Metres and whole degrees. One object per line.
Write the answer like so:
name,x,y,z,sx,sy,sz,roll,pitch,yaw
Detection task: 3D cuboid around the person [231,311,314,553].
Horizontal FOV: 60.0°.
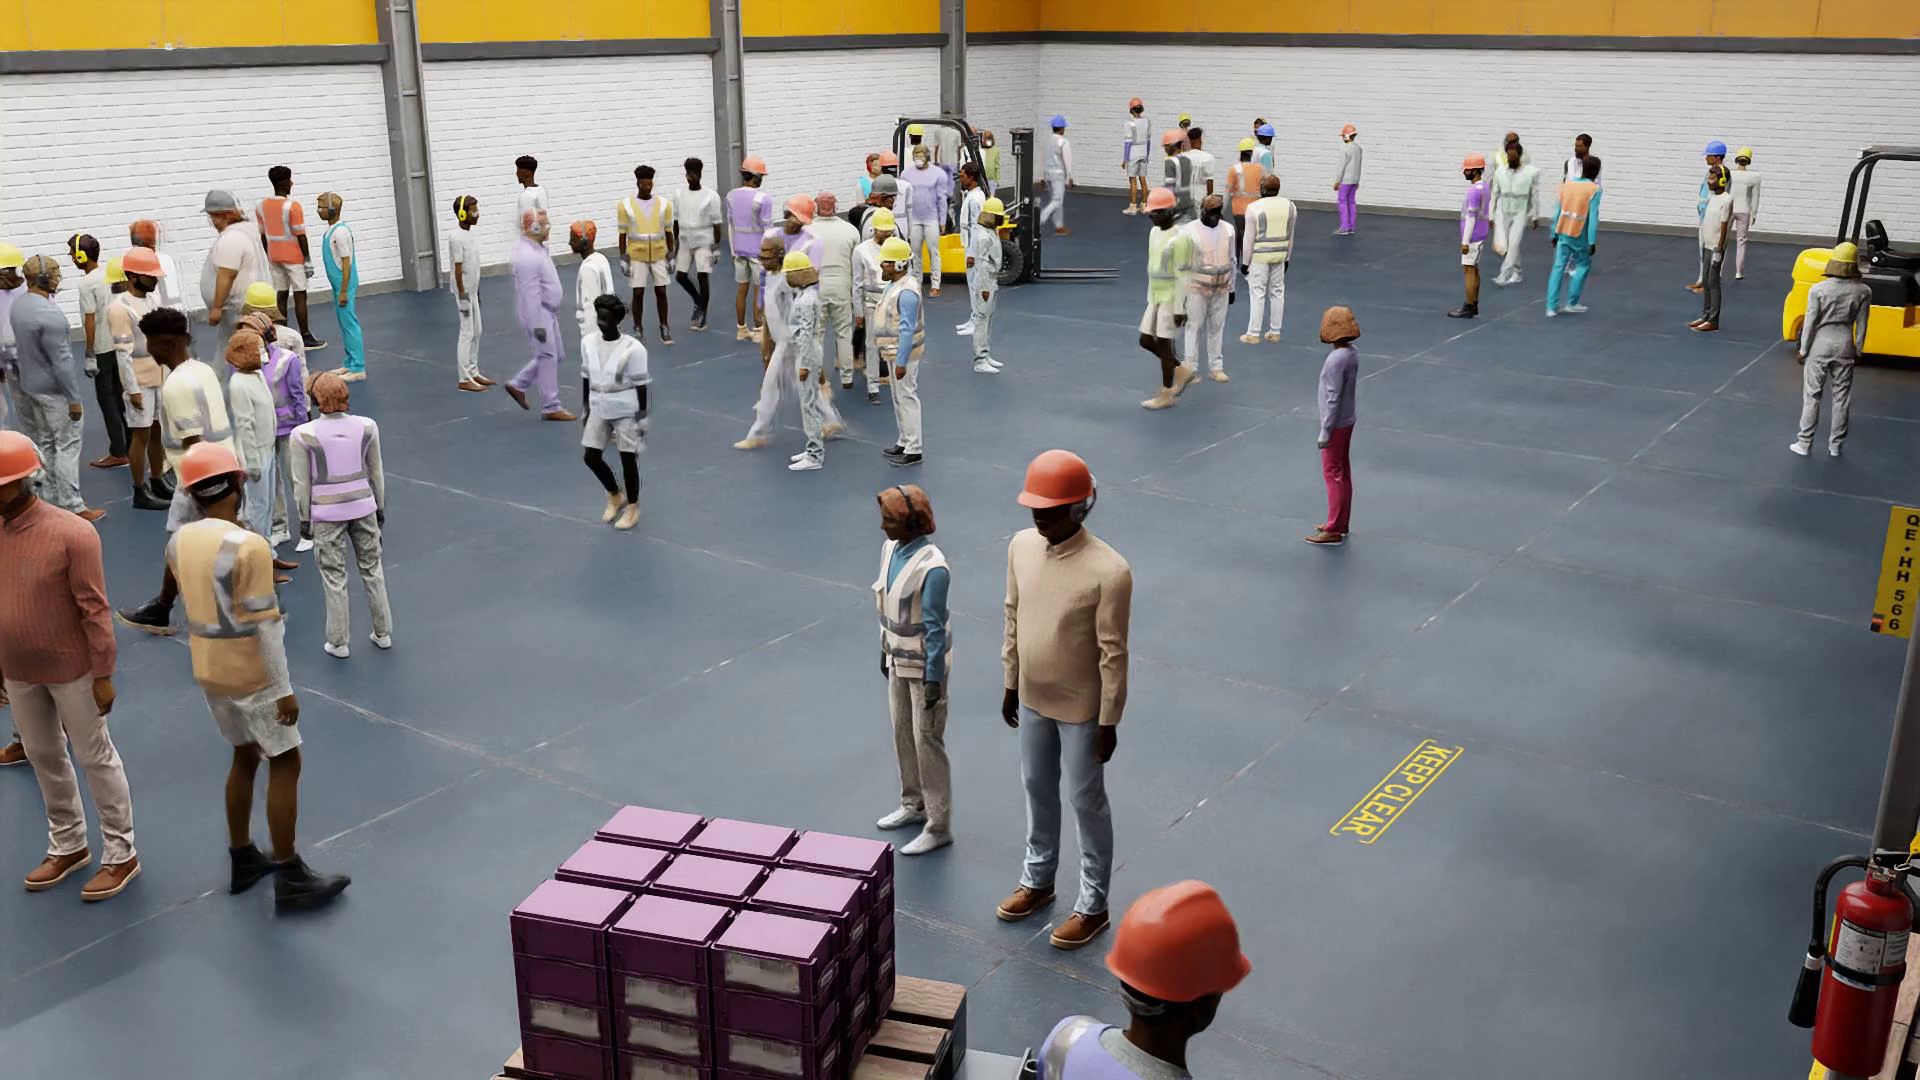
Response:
person,-4.619,-0.728,11.196,0.520,1.630,0.324,3,18,9

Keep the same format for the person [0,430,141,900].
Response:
person,-3.718,0.511,6.758,0.616,1.983,0.411,4,18,11

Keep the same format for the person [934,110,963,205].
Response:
person,-0.123,-6.567,29.115,0.526,1.849,0.696,8,20,24

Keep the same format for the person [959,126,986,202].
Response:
person,0.176,-5.235,24.900,0.350,1.879,0.577,-11,21,-30

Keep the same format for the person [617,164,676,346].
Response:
person,-3.390,-3.081,18.040,0.613,1.958,0.379,-7,19,-21

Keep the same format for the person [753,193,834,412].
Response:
person,-1.533,-2.142,15.058,0.680,1.989,0.549,9,20,26

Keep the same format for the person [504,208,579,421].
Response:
person,-3.745,-1.981,14.707,0.583,1.892,0.661,-2,18,-5

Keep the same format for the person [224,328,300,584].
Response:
person,-4.460,-0.539,10.600,0.265,1.632,0.508,-3,18,-10

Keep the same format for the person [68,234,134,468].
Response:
person,-6.842,-1.506,13.273,0.348,1.855,0.532,0,18,-1

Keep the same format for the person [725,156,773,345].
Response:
person,-2.245,-3.150,18.134,0.612,2.031,0.403,11,21,31

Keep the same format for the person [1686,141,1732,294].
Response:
person,9.650,-4.139,21.377,0.414,1.941,0.613,2,18,5

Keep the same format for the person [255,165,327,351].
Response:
person,-7.185,-3.012,17.797,0.600,1.967,0.369,7,19,22

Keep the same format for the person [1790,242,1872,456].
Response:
person,7.118,-1.556,13.603,0.493,1.742,0.322,3,18,10

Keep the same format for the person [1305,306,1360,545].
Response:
person,2.557,-0.777,11.345,0.266,1.631,0.507,9,20,26

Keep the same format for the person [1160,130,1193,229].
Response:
person,2.856,-4.436,22.186,0.560,2.005,0.635,15,23,38

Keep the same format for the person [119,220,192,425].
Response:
person,-6.897,-1.816,14.278,1.001,1.827,0.566,-1,18,-4

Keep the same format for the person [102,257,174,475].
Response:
person,-6.297,-1.316,12.856,0.446,1.744,0.544,-11,21,-31

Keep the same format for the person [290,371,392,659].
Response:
person,-3.467,-0.139,9.360,0.508,1.629,0.318,-16,24,-40

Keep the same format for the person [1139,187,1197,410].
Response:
person,1.891,-2.191,15.141,0.539,2.021,0.629,-6,19,-19

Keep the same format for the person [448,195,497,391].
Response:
person,-4.703,-2.358,15.932,0.321,1.860,0.526,0,18,0

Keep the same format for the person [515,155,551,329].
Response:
person,-4.870,-3.394,18.994,0.368,1.966,0.602,1,18,3

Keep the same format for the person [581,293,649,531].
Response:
person,-2.406,-0.879,11.572,0.558,1.679,0.370,7,19,20

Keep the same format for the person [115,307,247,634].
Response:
person,-4.527,-0.395,9.678,0.933,1.917,0.613,-1,18,-3

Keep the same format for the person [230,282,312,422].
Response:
person,-4.799,-0.937,11.665,0.489,1.746,0.284,-5,18,-15

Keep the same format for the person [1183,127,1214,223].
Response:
person,3.344,-4.881,23.689,0.617,1.940,0.436,11,21,32

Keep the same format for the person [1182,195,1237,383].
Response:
person,2.412,-2.446,16.255,0.635,1.831,0.429,-6,19,-19

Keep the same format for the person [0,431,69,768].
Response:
person,-4.596,0.133,7.991,0.391,1.948,0.605,-1,18,-2

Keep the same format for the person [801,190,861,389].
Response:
person,-1.270,-2.389,15.965,0.648,1.900,0.399,-4,18,-12

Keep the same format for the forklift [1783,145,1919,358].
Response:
forklift,9.803,-2.879,17.013,2.313,2.155,1.214,12,21,33

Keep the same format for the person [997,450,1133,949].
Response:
person,0.385,0.611,6.441,0.399,1.988,0.614,-16,24,-41

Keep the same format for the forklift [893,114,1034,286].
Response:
forklift,-0.171,-4.594,22.377,2.313,2.155,1.214,1,18,3

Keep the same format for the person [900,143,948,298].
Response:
person,-0.464,-4.049,21.107,0.635,1.931,0.379,5,18,16

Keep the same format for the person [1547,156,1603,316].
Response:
person,7.361,-3.624,19.856,0.757,1.871,0.705,-11,21,-30

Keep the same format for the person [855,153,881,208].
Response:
person,-1.072,-3.864,20.657,0.390,1.846,0.564,13,22,35
